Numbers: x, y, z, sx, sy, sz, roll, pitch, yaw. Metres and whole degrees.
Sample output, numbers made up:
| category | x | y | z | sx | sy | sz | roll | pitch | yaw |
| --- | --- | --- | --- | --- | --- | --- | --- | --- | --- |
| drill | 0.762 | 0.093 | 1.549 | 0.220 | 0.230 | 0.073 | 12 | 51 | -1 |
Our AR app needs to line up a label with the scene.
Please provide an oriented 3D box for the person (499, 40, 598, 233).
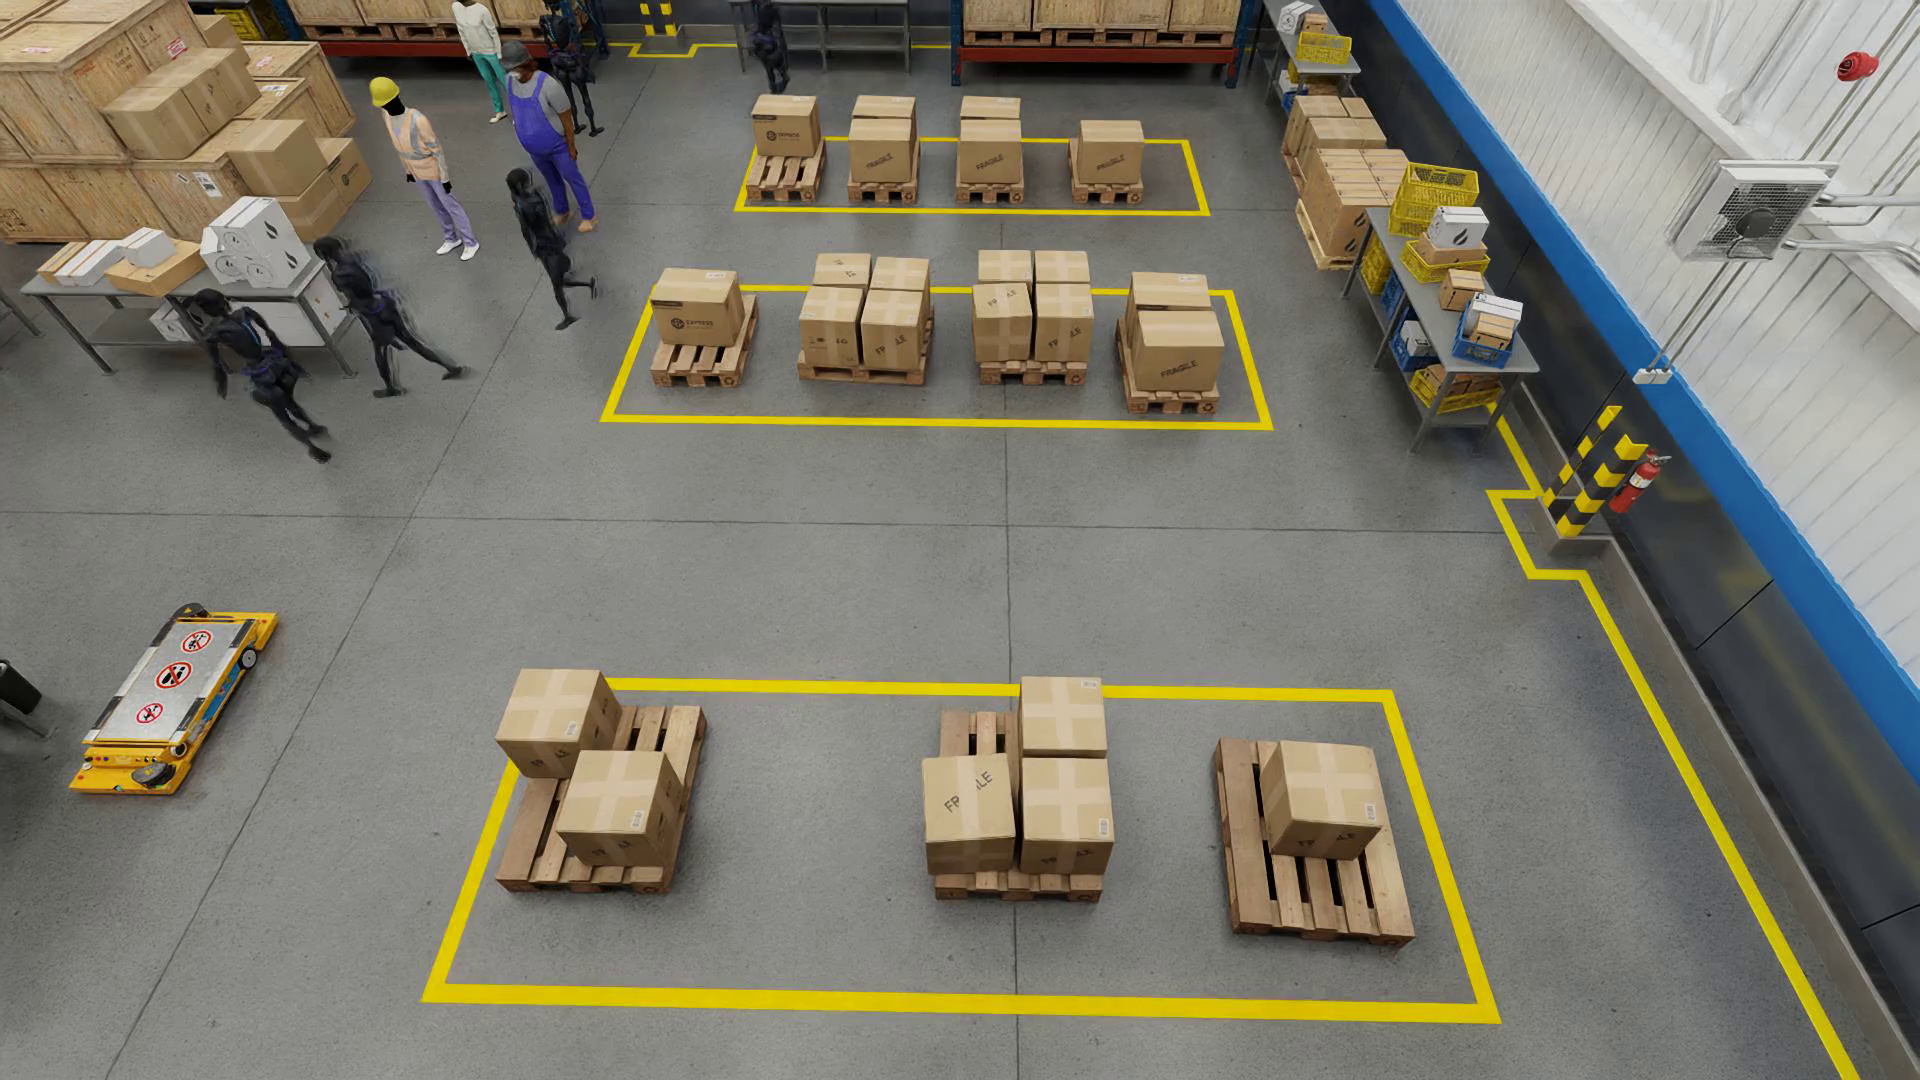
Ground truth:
| category | x | y | z | sx | sy | sz | roll | pitch | yaw |
| --- | --- | --- | --- | --- | --- | --- | --- | --- | --- |
| person | -4.451 | -4.282 | 9.831 | 0.686 | 2.000 | 0.536 | 15 | 51 | 13 |

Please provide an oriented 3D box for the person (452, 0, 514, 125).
| category | x | y | z | sx | sy | sz | roll | pitch | yaw |
| --- | --- | --- | --- | --- | --- | --- | --- | --- | --- |
| person | -6.029 | -6.182 | 11.615 | 0.524 | 1.769 | 0.313 | 10 | 51 | 9 |

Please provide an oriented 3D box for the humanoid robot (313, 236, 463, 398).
| category | x | y | z | sx | sy | sz | roll | pitch | yaw |
| --- | --- | --- | --- | --- | --- | --- | --- | --- | --- |
| humanoid robot | -5.144 | -1.996 | 8.169 | 0.786 | 1.631 | 0.548 | -7 | 50 | -6 |

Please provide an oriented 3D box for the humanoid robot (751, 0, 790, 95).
| category | x | y | z | sx | sy | sz | roll | pitch | yaw |
| --- | --- | --- | --- | --- | --- | --- | --- | --- | --- |
| humanoid robot | -2.402 | -6.425 | 11.884 | 0.585 | 1.645 | 0.505 | 28 | 55 | 22 |

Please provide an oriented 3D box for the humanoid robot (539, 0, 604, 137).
| category | x | y | z | sx | sy | sz | roll | pitch | yaw |
| --- | --- | --- | --- | --- | --- | --- | --- | --- | --- |
| humanoid robot | -4.894 | -5.945 | 11.473 | 0.581 | 1.652 | 0.323 | 13 | 51 | 11 |

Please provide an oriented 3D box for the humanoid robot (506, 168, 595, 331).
| category | x | y | z | sx | sy | sz | roll | pitch | yaw |
| --- | --- | --- | --- | --- | --- | --- | --- | --- | --- |
| humanoid robot | -3.942 | -2.855 | 8.873 | 0.571 | 1.638 | 0.574 | 35 | 58 | 26 |

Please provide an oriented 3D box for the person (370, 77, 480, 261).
| category | x | y | z | sx | sy | sz | roll | pitch | yaw |
| --- | --- | --- | --- | --- | --- | --- | --- | --- | --- |
| person | -5.565 | -3.837 | 9.534 | 0.584 | 1.918 | 0.373 | 18 | 52 | 15 |

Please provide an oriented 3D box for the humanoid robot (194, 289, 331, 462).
| category | x | y | z | sx | sy | sz | roll | pitch | yaw |
| --- | --- | --- | --- | --- | --- | --- | --- | --- | --- |
| humanoid robot | -5.825 | -1.370 | 7.611 | 0.498 | 1.643 | 0.561 | 3 | 50 | 3 |

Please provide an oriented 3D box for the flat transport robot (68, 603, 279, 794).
| category | x | y | z | sx | sy | sz | roll | pitch | yaw |
| --- | --- | --- | --- | --- | --- | --- | --- | --- | --- |
| flat transport robot | -5.504 | 1.072 | 6.442 | 0.652 | 0.197 | 1.431 | 1 | 50 | 1 |
